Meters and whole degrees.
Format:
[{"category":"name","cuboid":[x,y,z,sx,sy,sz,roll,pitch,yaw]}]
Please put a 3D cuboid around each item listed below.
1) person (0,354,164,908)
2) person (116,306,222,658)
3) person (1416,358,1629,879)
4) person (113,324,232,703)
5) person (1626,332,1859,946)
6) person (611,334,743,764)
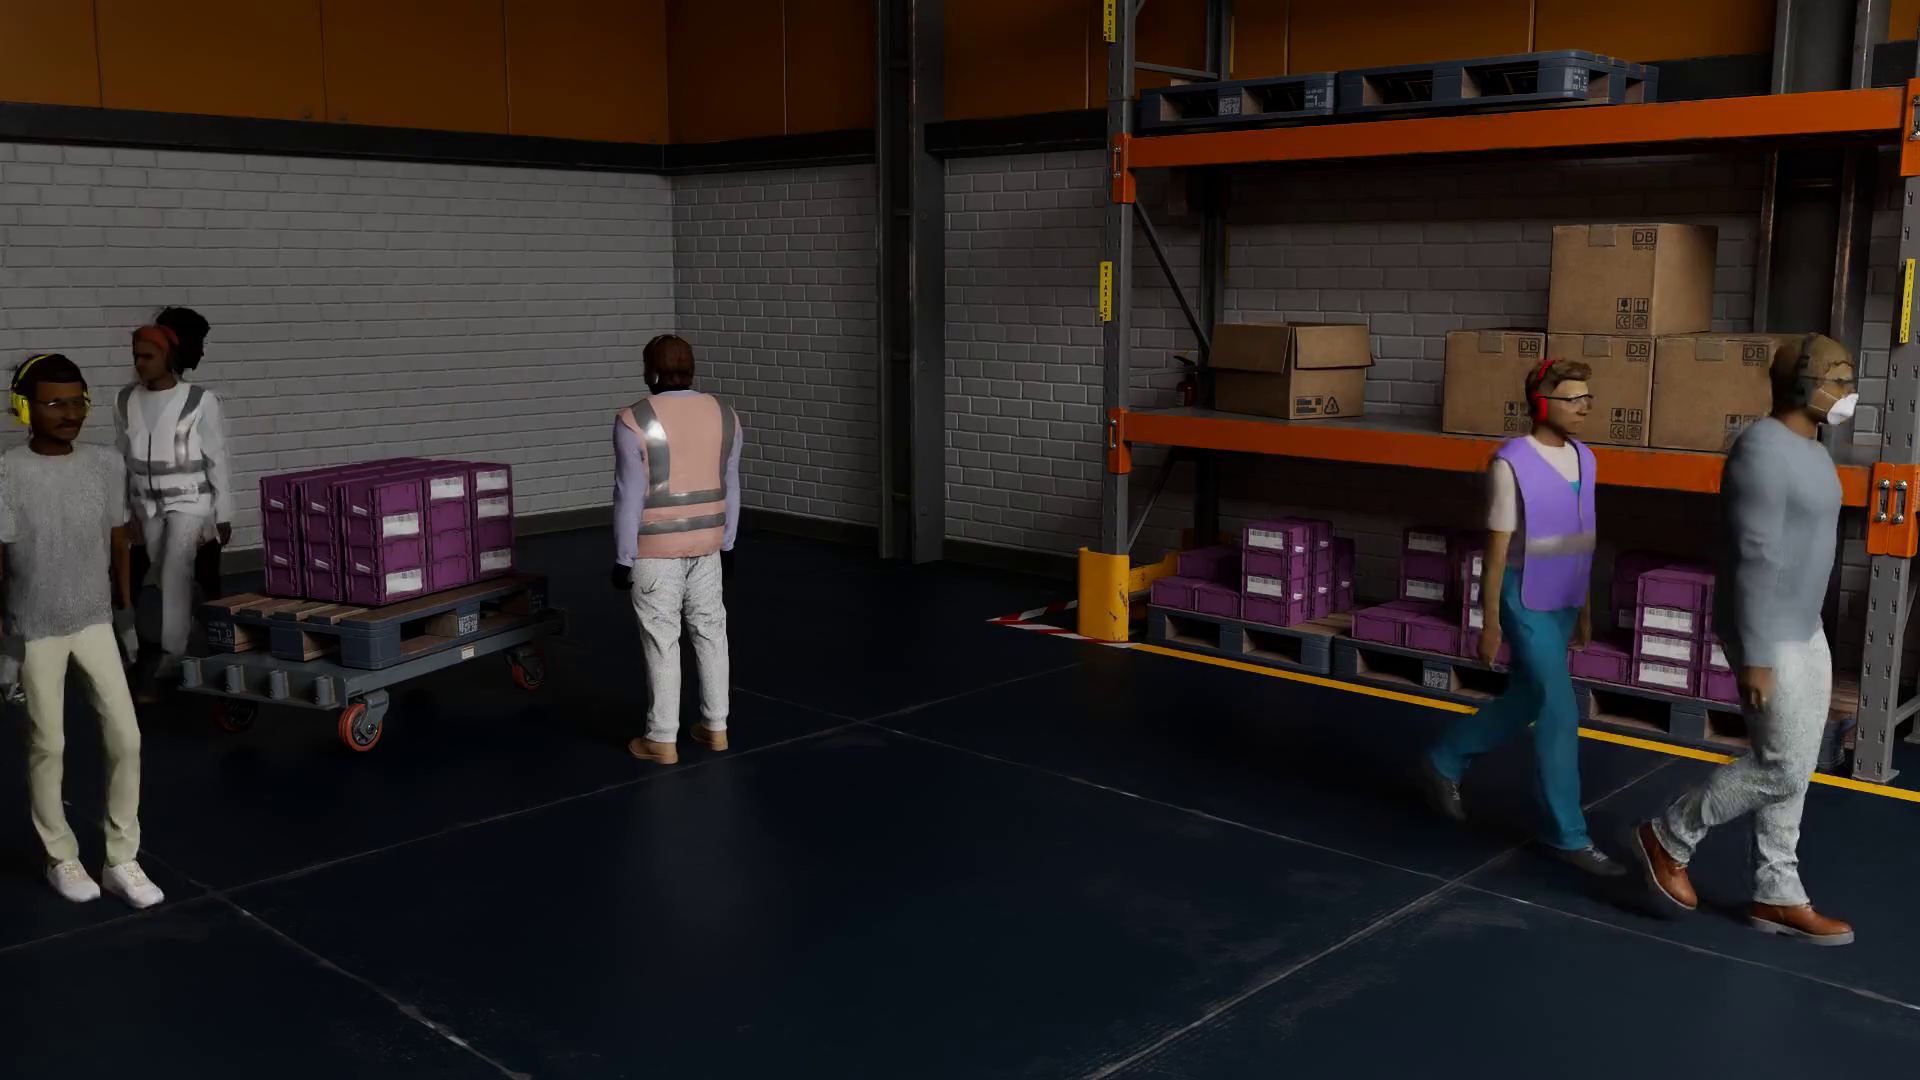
[{"category":"person","cuboid":[-2.897,0.318,5.438,0.684,1.843,0.555,8,12,40]},{"category":"person","cuboid":[-4.253,-0.304,9.060,0.869,1.915,0.749,-9,13,-44]},{"category":"person","cuboid":[2.049,0.241,6.036,0.574,1.819,0.869,-8,12,-40]},{"category":"person","cuboid":[-3.961,-0.170,8.446,0.585,1.858,0.893,2,9,10]},{"category":"person","cuboid":[2.539,0.313,5.232,0.572,1.927,0.649,8,12,40]},{"category":"person","cuboid":[-1.238,0.037,7.195,0.635,1.842,0.429,-9,13,-43]}]
